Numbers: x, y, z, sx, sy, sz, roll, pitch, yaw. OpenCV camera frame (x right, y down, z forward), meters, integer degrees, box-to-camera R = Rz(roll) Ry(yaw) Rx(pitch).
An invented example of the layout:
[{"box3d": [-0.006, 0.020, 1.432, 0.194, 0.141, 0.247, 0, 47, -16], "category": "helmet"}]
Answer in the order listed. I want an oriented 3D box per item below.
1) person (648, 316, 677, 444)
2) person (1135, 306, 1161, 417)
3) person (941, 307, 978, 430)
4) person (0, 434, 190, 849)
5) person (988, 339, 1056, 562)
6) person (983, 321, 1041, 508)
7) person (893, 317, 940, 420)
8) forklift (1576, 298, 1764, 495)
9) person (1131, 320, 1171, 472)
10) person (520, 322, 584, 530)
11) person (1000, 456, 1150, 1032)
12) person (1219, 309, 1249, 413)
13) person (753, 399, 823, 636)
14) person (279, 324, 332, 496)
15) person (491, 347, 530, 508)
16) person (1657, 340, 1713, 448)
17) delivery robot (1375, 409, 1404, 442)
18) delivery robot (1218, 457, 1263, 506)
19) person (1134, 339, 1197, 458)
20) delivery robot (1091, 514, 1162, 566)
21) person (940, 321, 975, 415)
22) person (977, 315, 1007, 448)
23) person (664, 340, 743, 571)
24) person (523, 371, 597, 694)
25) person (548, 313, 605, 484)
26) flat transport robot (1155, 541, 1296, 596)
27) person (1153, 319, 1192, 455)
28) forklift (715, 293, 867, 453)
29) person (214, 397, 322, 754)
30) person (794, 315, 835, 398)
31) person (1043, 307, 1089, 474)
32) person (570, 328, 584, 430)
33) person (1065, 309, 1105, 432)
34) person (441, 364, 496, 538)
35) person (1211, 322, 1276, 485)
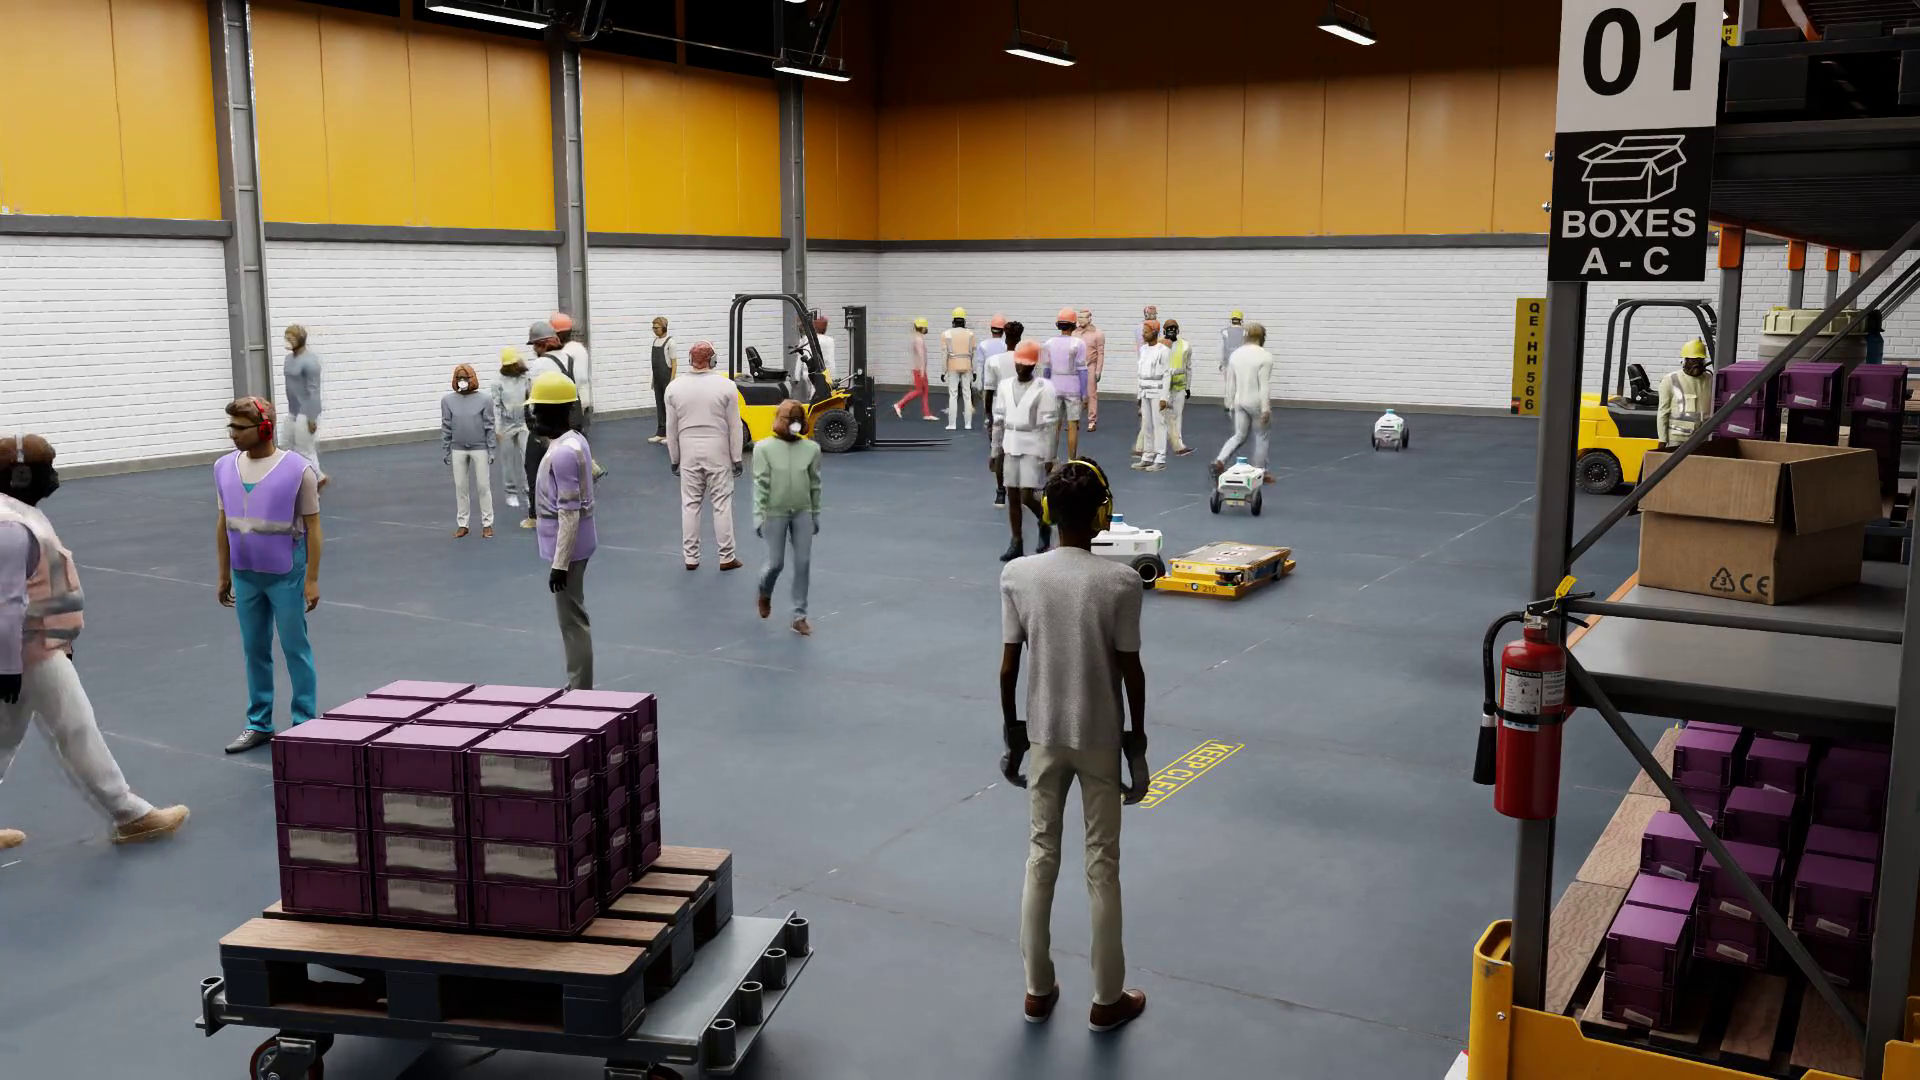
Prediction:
[{"box3d": [-4.284, -2.299, 24.001, 0.504, 1.840, 0.345, 8, 12, 42], "category": "person"}, {"box3d": [3.256, -3.056, 28.515, 0.407, 1.908, 0.641, 6, 11, 33], "category": "person"}, {"box3d": [-0.019, -2.677, 26.078, 0.594, 1.926, 0.366, -3, 9, -15], "category": "person"}, {"box3d": [-3.886, 0.441, 7.064, 0.937, 1.790, 0.639, -5, 11, -30], "category": "person"}, {"box3d": [0.551, -0.762, 14.189, 0.582, 1.911, 0.492, 6, 11, 35], "category": "person"}, {"box3d": [0.553, -1.314, 17.456, 0.614, 1.963, 0.362, 0, 9, -1], "category": "person"}, {"box3d": [-0.728, -2.847, 27.725, 0.710, 1.743, 0.529, 0, 9, -3], "category": "person"}, {"box3d": [7.954, -1.589, 18.462, 2.313, 2.155, 1.214, 5, 11, 30], "category": "forklift"}, {"box3d": [2.393, -1.790, 20.689, 0.354, 1.881, 0.576, -5, 10, -27], "category": "person"}, {"box3d": [-3.948, -1.116, 15.989, 0.661, 2.000, 0.699, 5, 10, 28], "category": "person"}, {"box3d": [0.375, 0.662, 5.418, 0.515, 1.873, 0.329, 4, 10, 22], "category": "person"}, {"box3d": [4.846, -3.129, 29.206, 0.601, 1.827, 0.403, 2, 9, 15], "category": "person"}, {"box3d": [-1.193, -0.171, 11.386, 0.513, 1.614, 0.517, -4, 10, -24], "category": "person"}, {"box3d": [-6.935, -1.308, 17.523, 0.649, 1.929, 0.444, 9, 13, 44], "category": "person"}, {"box3d": [-4.615, -1.158, 17.315, 0.504, 1.695, 0.846, -4, 10, -25], "category": "person"}, {"box3d": [6.947, -0.993, 15.866, 0.600, 1.830, 0.404, -1, 9, -8], "category": "person"}, {"box3d": [6.002, -1.584, 23.237, 0.477, 0.478, 0.707, 3, 10, 18], "category": "delivery robot"}, {"box3d": [2.902, -0.609, 17.153, 0.477, 0.478, 0.707, 4, 10, 21], "category": "delivery robot"}, {"box3d": [2.726, -1.868, 22.087, 0.865, 1.585, 0.513, 1, 9, 9], "category": "person"}, {"box3d": [1.230, 0.037, 13.121, 0.707, 0.478, 0.477, 0, 9, 2], "category": "delivery robot"}, {"box3d": [-0.064, -2.978, 28.762, 0.808, 1.658, 0.557, -4, 10, -23], "category": "person"}, {"box3d": [0.502, -2.157, 22.991, 0.543, 1.892, 1.004, 1, 9, 7], "category": "person"}, {"box3d": [-2.097, -0.693, 13.766, 0.637, 1.909, 0.406, 1, 9, 6], "category": "person"}, {"box3d": [-2.169, 0.047, 9.080, 0.364, 1.927, 0.587, -2, 9, -12], "category": "person"}, {"box3d": [-4.358, -1.526, 18.608, 0.456, 2.019, 0.654, 2, 9, 13], "category": "person"}, {"box3d": [2.129, 0.212, 13.201, 0.652, 0.197, 1.431, 5, 10, 29], "category": "flat transport robot"}, {"box3d": [2.847, -2.075, 22.593, 0.627, 1.844, 0.429, -1, 9, -5], "category": "person"}, {"box3d": [-2.458, -2.344, 23.176, 2.313, 2.155, 1.214, 0, 9, -2], "category": "forklift"}, {"box3d": [-3.520, 0.184, 8.496, 0.570, 1.837, 0.379, 2, 9, 13], "category": "person"}, {"box3d": [-2.211, -2.456, 25.035, 0.633, 1.841, 0.931, 5, 10, 30], "category": "person"}, {"box3d": [1.307, -1.814, 20.321, 0.615, 2.047, 0.360, 6, 11, 35], "category": "person"}, {"box3d": [-6.153, -2.516, 25.982, 0.514, 1.636, 0.315, 4, 10, 26], "category": "person"}, {"box3d": [1.925, -2.643, 25.936, 0.643, 1.908, 0.410, 5, 10, 28], "category": "person"}, {"box3d": [-4.562, -0.825, 15.469, 0.502, 1.626, 0.282, 0, 9, -1], "category": "person"}, {"box3d": [3.298, -1.553, 19.165, 0.859, 1.909, 0.629, -7, 11, -37], "category": "person"}]
